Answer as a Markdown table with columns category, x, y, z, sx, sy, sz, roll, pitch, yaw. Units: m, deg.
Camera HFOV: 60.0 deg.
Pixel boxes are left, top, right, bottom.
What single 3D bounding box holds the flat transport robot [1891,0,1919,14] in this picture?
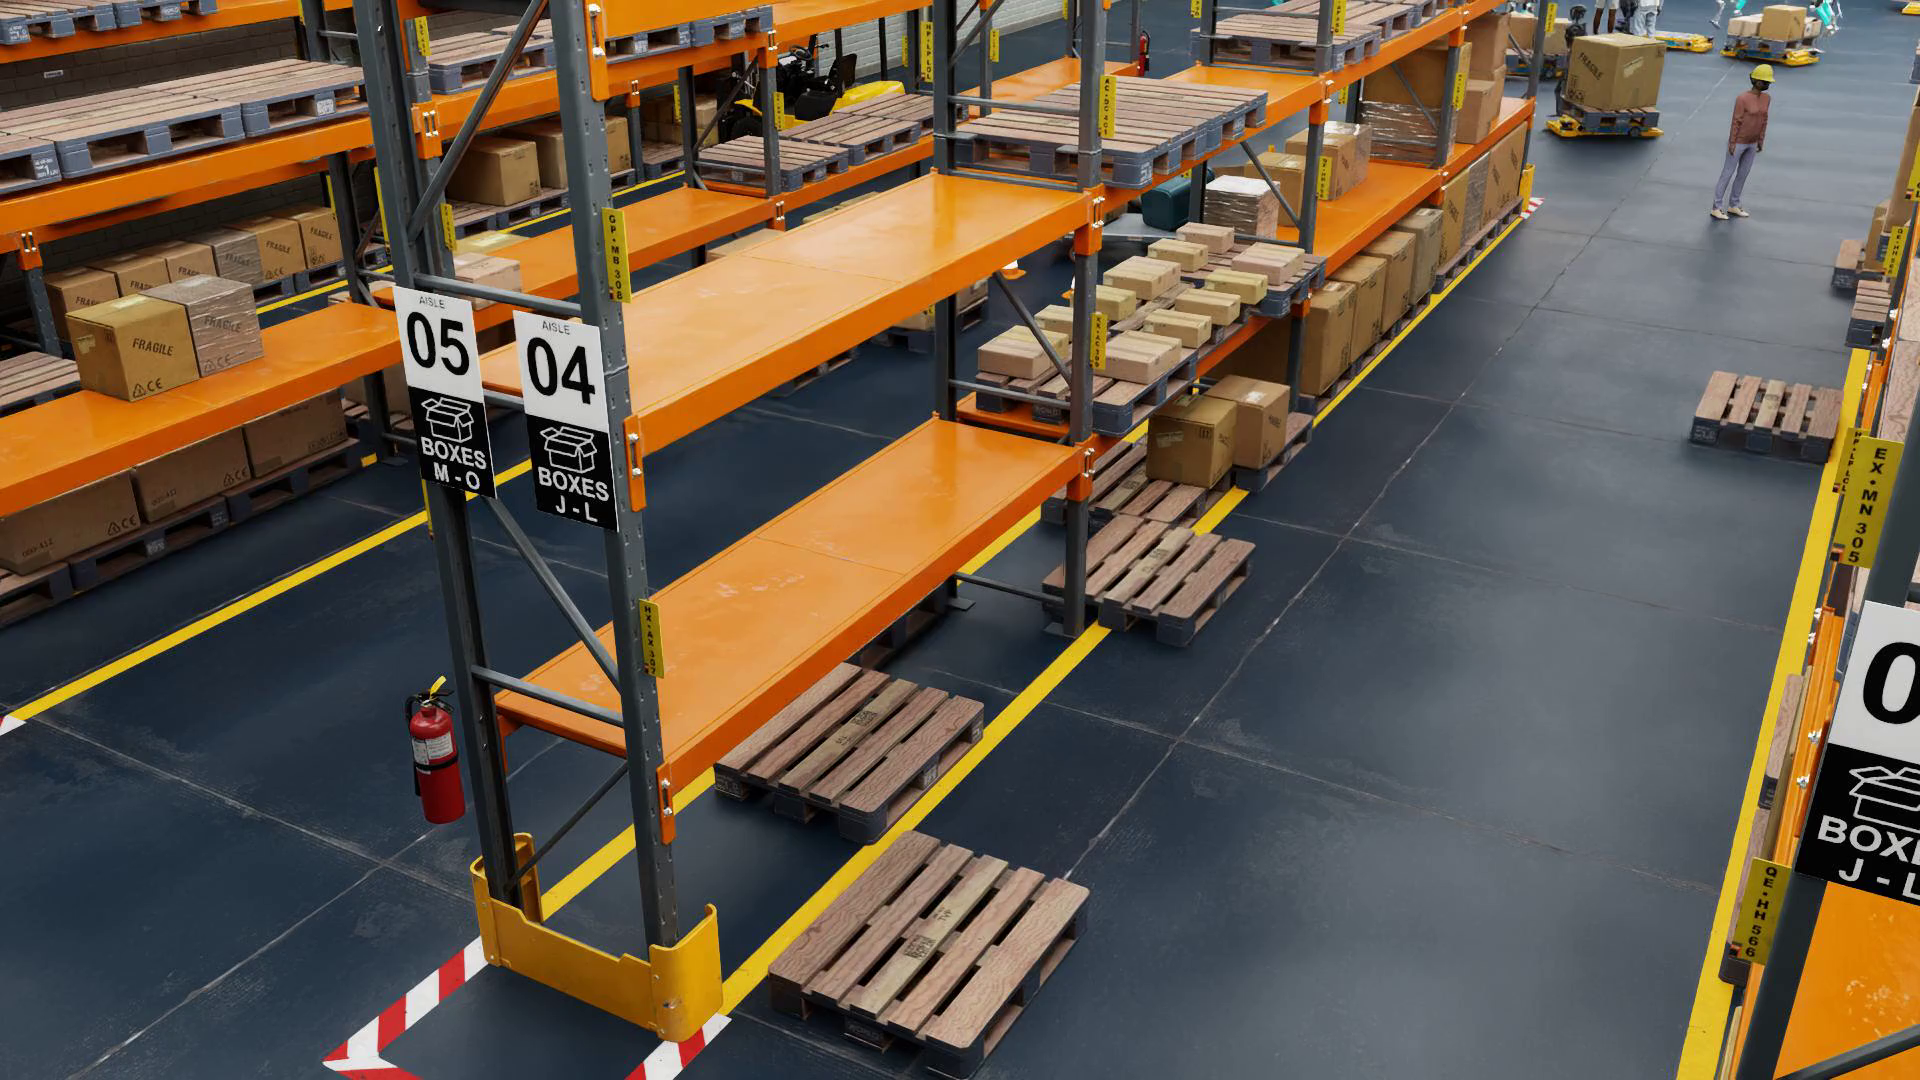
| category | x | y | z | sx | sy | sz | roll | pitch | yaw |
| --- | --- | --- | --- | --- | --- | --- | --- | --- | --- |
| flat transport robot | 19.788 | -10.939 | 34.071 | 0.659 | 0.231 | 1.431 | 17 | 31 | 32 |

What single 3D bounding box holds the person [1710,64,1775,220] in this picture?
| category | x | y | z | sx | sy | sz | roll | pitch | yaw |
| --- | --- | --- | --- | --- | --- | --- | --- | --- | --- |
| person | 9.051 | -4.571 | 19.128 | 0.522 | 1.761 | 0.343 | -11 | 28 | -22 |

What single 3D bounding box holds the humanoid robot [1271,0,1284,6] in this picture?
| category | x | y | z | sx | sy | sz | roll | pitch | yaw |
| --- | --- | --- | --- | --- | --- | --- | --- | --- | --- |
| humanoid robot | 5.892 | -10.116 | 30.672 | 0.680 | 1.795 | 0.550 | -12 | 28 | -24 |

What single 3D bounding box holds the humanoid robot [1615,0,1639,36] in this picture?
| category | x | y | z | sx | sy | sz | roll | pitch | yaw |
| --- | --- | --- | --- | --- | --- | --- | --- | --- | --- |
| humanoid robot | 10.646 | -8.224 | 26.822 | 0.594 | 1.631 | 0.598 | 9 | 27 | 18 |

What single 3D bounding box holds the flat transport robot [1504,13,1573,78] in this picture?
| category | x | y | z | sx | sy | sz | roll | pitch | yaw |
| --- | --- | --- | --- | --- | --- | --- | --- | --- | --- |
| flat transport robot | 9.419 | -7.868 | 27.691 | 1.431 | 0.231 | 0.659 | 2 | 26 | 3 |

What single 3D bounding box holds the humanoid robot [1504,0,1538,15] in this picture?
| category | x | y | z | sx | sy | sz | roll | pitch | yaw |
| --- | --- | --- | --- | --- | --- | --- | --- | --- | --- |
| humanoid robot | 9.478 | -8.979 | 28.304 | 0.556 | 1.787 | 0.748 | -1 | 26 | -3 |

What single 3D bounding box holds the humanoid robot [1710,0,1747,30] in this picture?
| category | x | y | z | sx | sy | sz | roll | pitch | yaw |
| --- | --- | --- | --- | --- | --- | --- | --- | --- | --- |
| humanoid robot | 14.772 | -10.547 | 31.610 | 0.995 | 1.774 | 0.530 | 2 | 26 | 5 |

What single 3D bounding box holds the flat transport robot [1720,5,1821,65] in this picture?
| category | x | y | z | sx | sy | sz | roll | pitch | yaw |
| --- | --- | --- | --- | --- | --- | --- | --- | --- | --- |
| flat transport robot | 14.137 | -8.498 | 28.999 | 0.659 | 0.231 | 1.431 | -18 | 31 | -33 |

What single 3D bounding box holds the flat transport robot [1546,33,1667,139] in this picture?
| category | x | y | z | sx | sy | sz | roll | pitch | yaw |
| --- | --- | --- | --- | --- | --- | --- | --- | --- | --- |
| flat transport robot | 9.119 | -5.868 | 23.535 | 1.431 | 0.231 | 0.659 | 0 | 26 | 0 |

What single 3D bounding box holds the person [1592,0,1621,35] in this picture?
| category | x | y | z | sx | sy | sz | roll | pitch | yaw |
| --- | --- | --- | --- | --- | --- | --- | --- | --- | --- |
| person | 11.782 | -9.993 | 30.151 | 0.606 | 1.965 | 0.370 | 22 | 33 | 38 |

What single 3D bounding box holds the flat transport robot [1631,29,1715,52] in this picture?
| category | x | y | z | sx | sy | sz | roll | pitch | yaw |
| --- | --- | --- | --- | --- | --- | --- | --- | --- | --- |
| flat transport robot | 12.844 | -9.046 | 30.138 | 1.431 | 0.231 | 0.659 | 19 | 31 | 34 |

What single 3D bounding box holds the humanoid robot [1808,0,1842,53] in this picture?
| category | x | y | z | sx | sy | sz | roll | pitch | yaw |
| --- | --- | --- | --- | --- | --- | --- | --- | --- | --- |
| humanoid robot | 15.336 | -9.450 | 29.296 | 0.535 | 1.805 | 0.670 | -12 | 28 | -24 |

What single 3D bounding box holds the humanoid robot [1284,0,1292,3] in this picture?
| category | x | y | z | sx | sy | sz | roll | pitch | yaw |
| --- | --- | --- | --- | --- | --- | --- | --- | --- | --- |
| humanoid robot | 4.886 | -7.317 | 24.948 | 0.608 | 1.629 | 0.735 | 15 | 29 | 28 |

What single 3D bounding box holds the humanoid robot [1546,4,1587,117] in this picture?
| category | x | y | z | sx | sy | sz | roll | pitch | yaw |
| --- | --- | --- | --- | --- | --- | --- | --- | --- | --- |
| humanoid robot | 8.734 | -6.849 | 23.950 | 0.420 | 1.653 | 0.608 | 10 | 27 | 20 |

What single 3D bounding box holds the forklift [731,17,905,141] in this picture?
| category | x | y | z | sx | sy | sz | roll | pitch | yaw |
| --- | --- | --- | --- | --- | --- | --- | --- | --- | --- |
| forklift | -1.819 | -5.975 | 21.543 | 2.313 | 2.155 | 1.214 | 14 | 29 | 26 |

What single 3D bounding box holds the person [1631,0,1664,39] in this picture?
| category | x | y | z | sx | sy | sz | roll | pitch | yaw |
| --- | --- | --- | --- | --- | --- | --- | --- | --- | --- |
| person | 11.697 | -9.084 | 28.324 | 0.589 | 1.915 | 0.393 | -5 | 26 | -9 |
